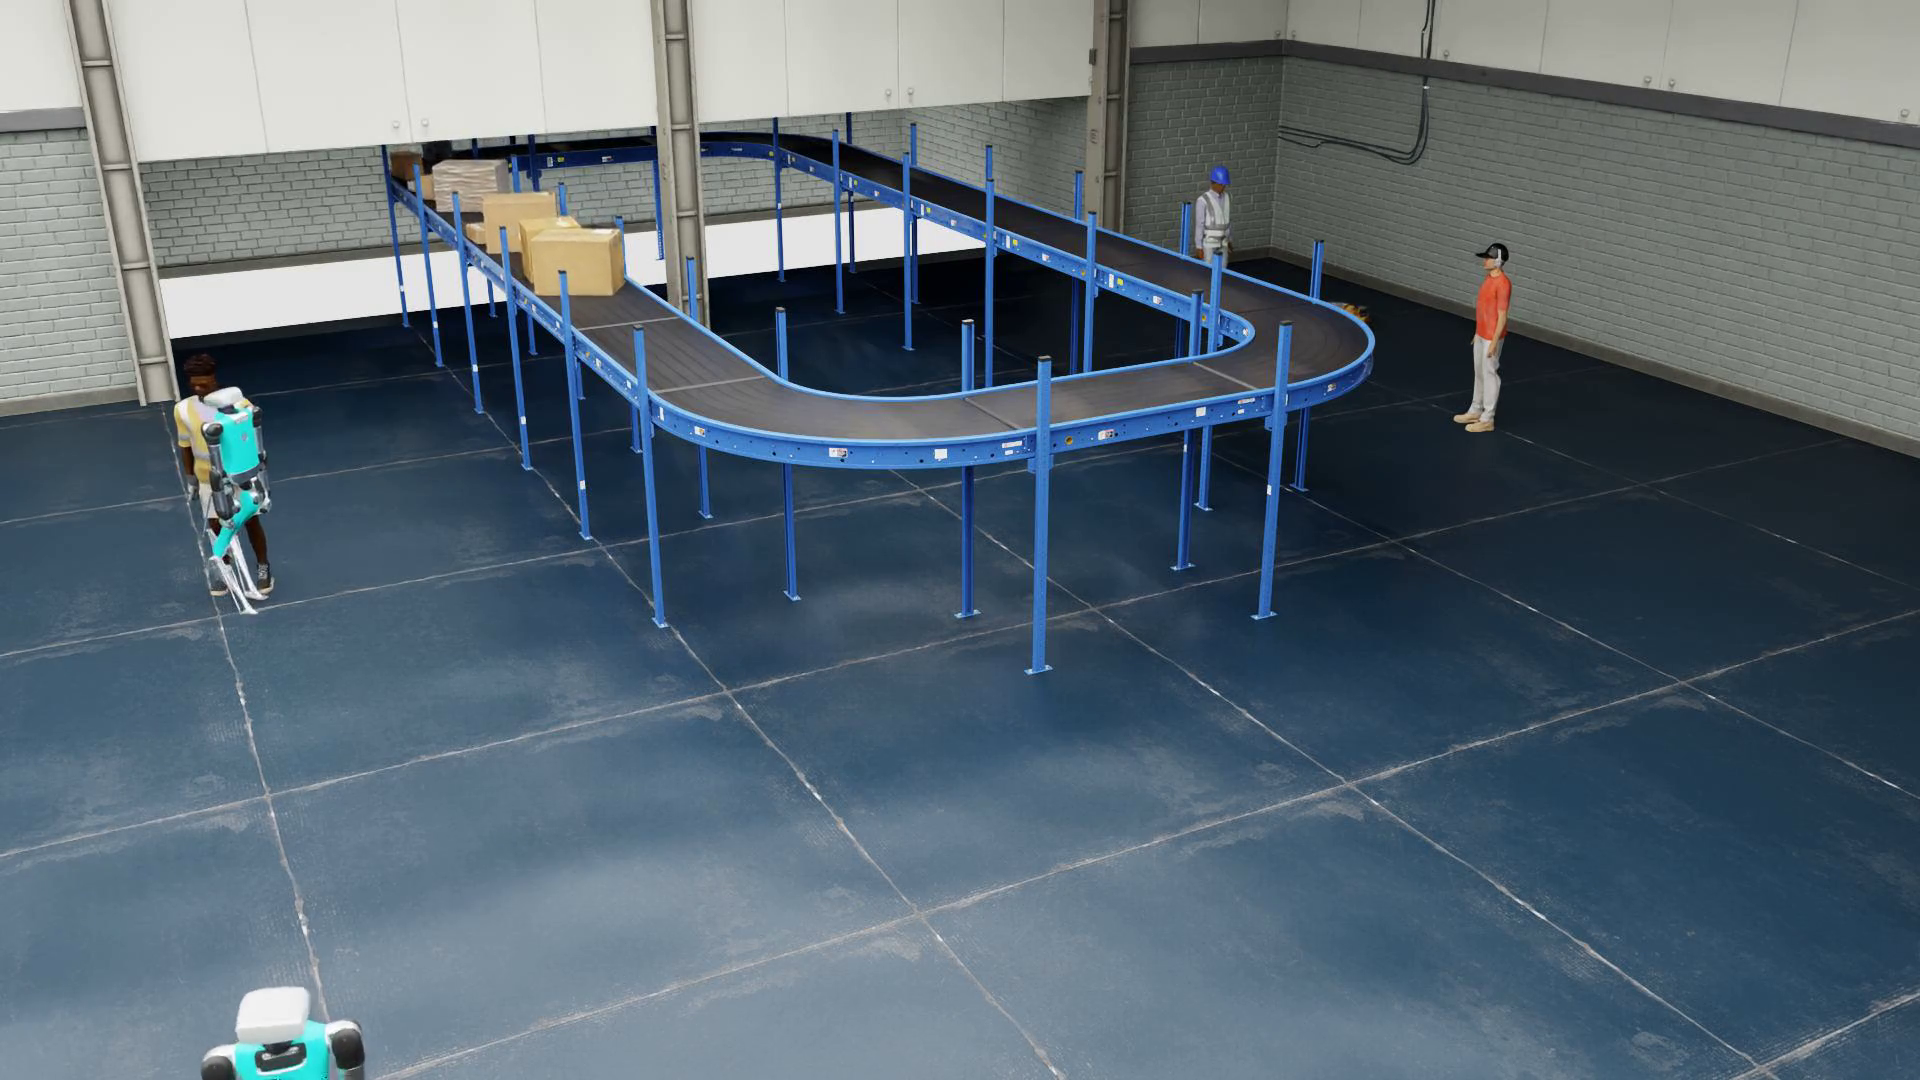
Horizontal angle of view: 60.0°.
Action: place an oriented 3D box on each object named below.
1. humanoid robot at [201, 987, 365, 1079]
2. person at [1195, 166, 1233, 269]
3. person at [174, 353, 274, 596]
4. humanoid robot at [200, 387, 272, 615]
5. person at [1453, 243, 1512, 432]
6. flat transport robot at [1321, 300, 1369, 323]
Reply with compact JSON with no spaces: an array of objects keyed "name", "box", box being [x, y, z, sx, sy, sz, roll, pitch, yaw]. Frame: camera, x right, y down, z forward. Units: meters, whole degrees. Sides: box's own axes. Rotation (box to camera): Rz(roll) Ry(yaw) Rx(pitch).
[{"name":"humanoid robot","box":[-2.264,2.478,5.838,0.554,1.807,0.729,-8,23,-20]},{"name":"person","box":[3.191,-3.725,20.873,0.617,1.932,0.416,-17,27,-36]},{"name":"person","box":[-5.699,-0.498,12.868,0.598,1.957,0.378,-2,22,-5]},{"name":"humanoid robot","box":[-5.606,-0.309,12.676,0.665,1.798,0.540,8,23,20]},{"name":"person","box":[5.285,-2.036,16.721,0.396,1.912,0.473,-2,22,-4]},{"name":"flat transport robot","box":[4.355,-2.843,20.902,1.431,0.231,0.659,10,24,23]}]
